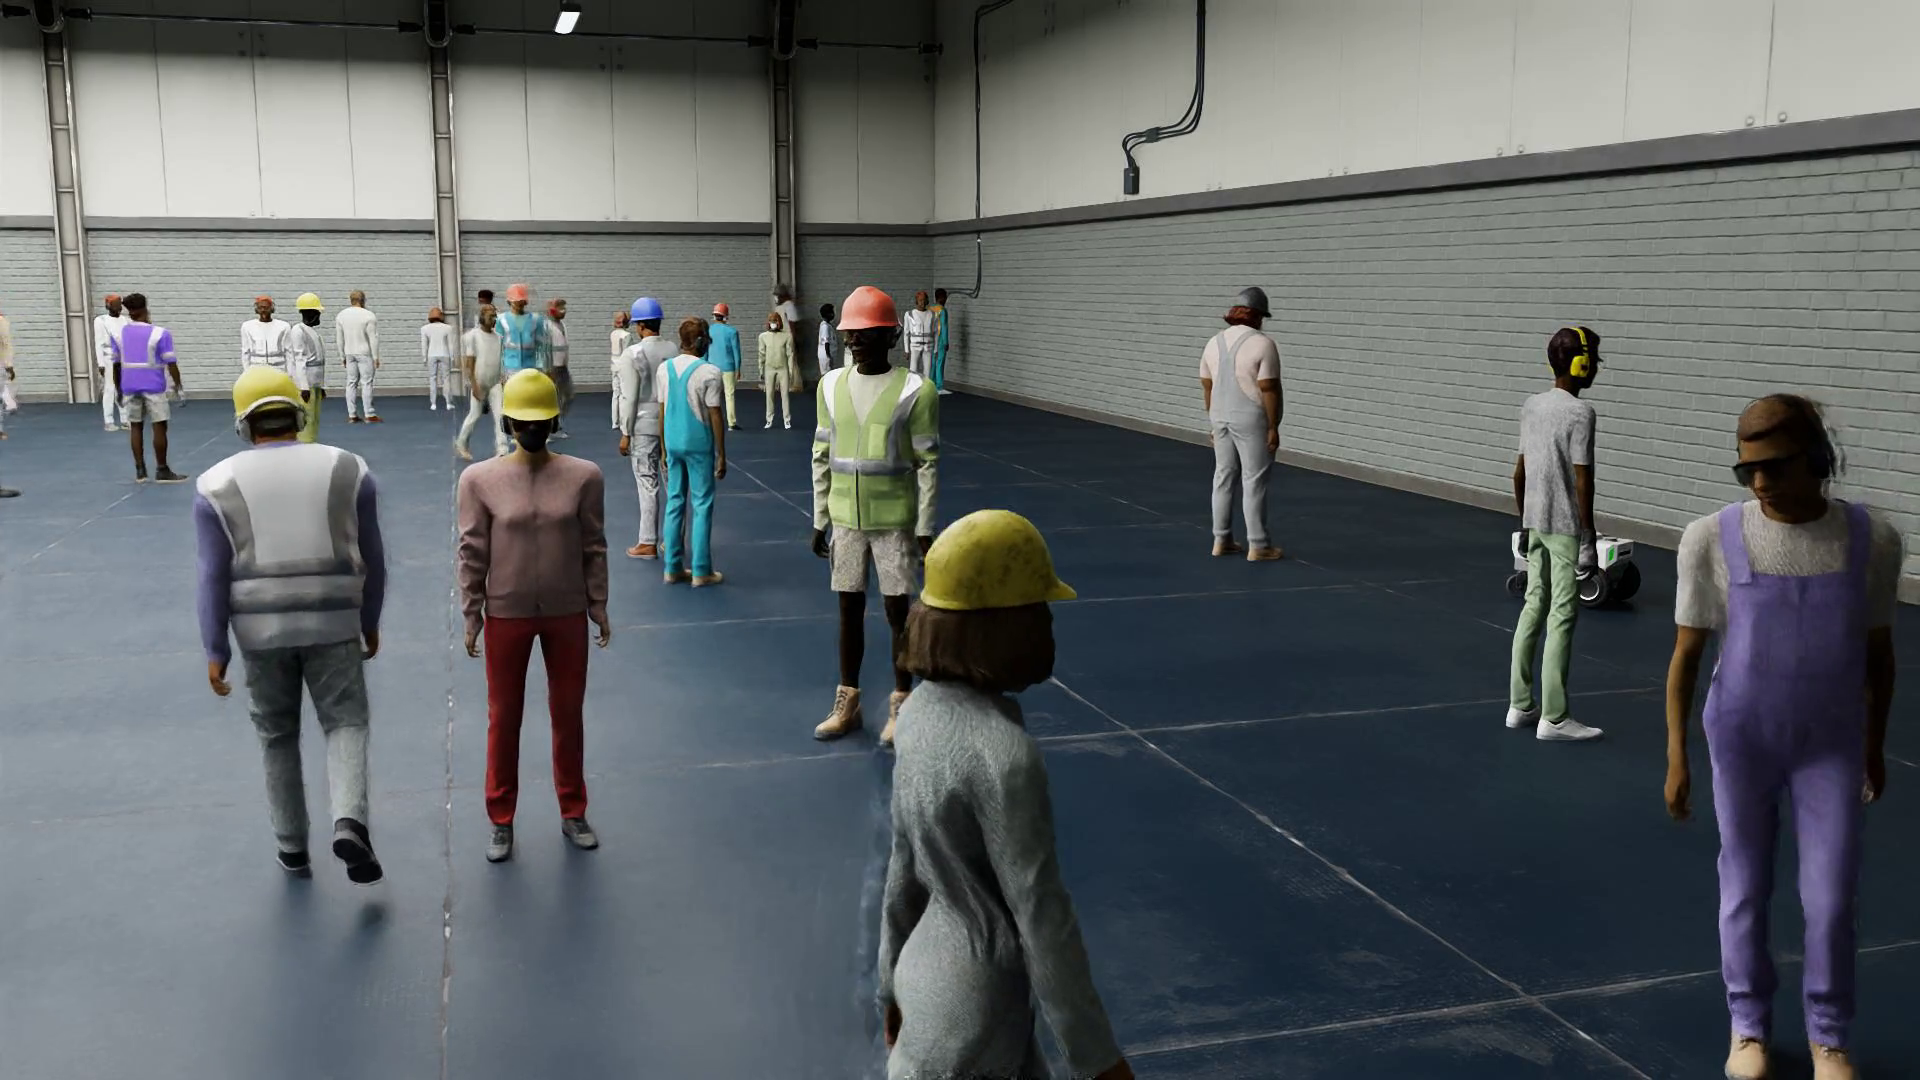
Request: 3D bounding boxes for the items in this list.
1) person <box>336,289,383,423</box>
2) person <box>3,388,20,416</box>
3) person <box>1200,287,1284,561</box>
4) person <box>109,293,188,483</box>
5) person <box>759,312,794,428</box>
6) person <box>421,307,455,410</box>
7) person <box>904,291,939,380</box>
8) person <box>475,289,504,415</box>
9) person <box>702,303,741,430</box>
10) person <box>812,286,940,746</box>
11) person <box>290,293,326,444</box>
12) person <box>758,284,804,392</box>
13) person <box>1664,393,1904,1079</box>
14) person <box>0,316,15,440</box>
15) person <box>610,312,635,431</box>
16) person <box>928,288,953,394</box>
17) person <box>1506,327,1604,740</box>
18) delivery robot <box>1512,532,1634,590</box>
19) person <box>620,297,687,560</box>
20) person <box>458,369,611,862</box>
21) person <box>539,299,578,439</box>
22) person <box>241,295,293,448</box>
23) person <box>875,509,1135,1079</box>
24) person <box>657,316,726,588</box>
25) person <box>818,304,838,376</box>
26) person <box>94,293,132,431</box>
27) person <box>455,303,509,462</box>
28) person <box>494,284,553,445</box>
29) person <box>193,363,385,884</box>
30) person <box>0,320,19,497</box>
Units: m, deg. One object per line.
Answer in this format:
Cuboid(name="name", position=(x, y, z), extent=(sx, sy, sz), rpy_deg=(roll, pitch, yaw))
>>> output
Cuboid(name="person", position=(-8.676, -2.647, 24.021), extent=(0.632, 1.936, 0.359), rpy_deg=(2, 9, 14))
Cuboid(name="person", position=(-14.737, -2.754, 25.150), extent=(0.947, 1.806, 0.587), rpy_deg=(-1, 9, -8))
Cuboid(name="person", position=(2.150, -0.876, 12.396), extent=(0.537, 2.000, 0.674), rpy_deg=(-7, 11, -38))
Cuboid(name="person", position=(-8.269, -1.540, 16.950), extent=(0.715, 1.944, 0.378), rpy_deg=(0, 9, -2))
Cuboid(name="person", position=(-2.554, -2.356, 23.170), extent=(0.499, 1.627, 0.279), rpy_deg=(0, 9, 1))
Cuboid(name="person", position=(-8.331, -2.896, 26.574), extent=(0.498, 1.633, 0.279), rpy_deg=(-2, 9, -11))
Cuboid(name="person", position=(-0.625, -3.098, 27.067), extent=(0.576, 1.884, 0.354), rpy_deg=(-2, 9, -13))
Cuboid(name="person", position=(-7.218, -2.903, 25.637), extent=(0.610, 1.945, 0.849), rpy_deg=(8, 12, 43))
Cuboid(name="person", position=(-3.273, -2.384, 22.923), extent=(0.560, 1.753, 0.328), rpy_deg=(2, 9, 11))
Cuboid(name="person", position=(-0.393, -0.098, 7.422), extent=(0.605, 2.045, 0.377), rpy_deg=(3, 10, 21))
Cuboid(name="person", position=(-7.021, -1.700, 18.013), extent=(0.367, 1.928, 0.584), rpy_deg=(-1, 9, -5))
Cuboid(name="person", position=(-3.284, -3.717, 30.521), extent=(1.024, 2.000, 0.704), rpy_deg=(-5, 10, -27))
Cuboid(name="person", position=(2.045, 0.528, 4.176), extent=(0.529, 1.804, 0.506), rpy_deg=(3, 9, 20))
Cuboid(name="person", position=(-12.659, -2.246, 21.451), extent=(0.788, 1.962, 0.475), rpy_deg=(-5, 10, -30))
Cuboid(name="person", position=(-4.644, -2.322, 22.925), extent=(0.311, 1.633, 0.517), rpy_deg=(-7, 11, -38))
Cuboid(name="person", position=(-0.396, -3.593, 30.135), extent=(0.391, 1.914, 0.587), rpy_deg=(-5, 10, -30))
Cuboid(name="person", position=(2.721, -0.028, 7.547), extent=(0.311, 1.865, 0.533), rpy_deg=(-3, 9, -16))
Cuboid(name="delivery robot", position=(3.952, 0.075, 10.755), extent=(0.477, 0.478, 0.707), rpy_deg=(-9, 13, -44))
Cuboid(name="person", position=(-2.273, -0.827, 12.377), extent=(0.387, 1.948, 0.601), rpy_deg=(8, 12, 41))
Cuboid(name="person", position=(-1.515, 0.270, 5.967), extent=(0.533, 1.765, 0.330), rpy_deg=(-4, 10, -23))
Cuboid(name="person", position=(-5.237, -2.215, 21.614), extent=(0.435, 1.827, 0.583), rpy_deg=(2, 9, 14))
Cuboid(name="person", position=(-8.416, -2.028, 20.246), extent=(0.576, 1.882, 0.362), rpy_deg=(-3, 10, -21))
Cuboid(name="person", position=(0.075, 0.795, 2.822), extent=(0.892, 1.696, 0.494), rpy_deg=(-2, 9, -12))
Cuboid(name="person", position=(-1.809, -0.591, 11.240), extent=(0.520, 1.835, 0.350), rpy_deg=(4, 10, 25))
Cuboid(name="person", position=(-2.085, -2.871, 26.220), extent=(0.318, 1.697, 0.535), rpy_deg=(-1, 9, -5))
Cuboid(name="person", position=(-11.616, -2.446, 22.910), extent=(0.337, 1.882, 0.584), rpy_deg=(4, 10, 24))
Cuboid(name="person", position=(-5.386, -1.758, 18.735), extent=(0.877, 1.820, 0.500), rpy_deg=(8, 12, 40))
Cuboid(name="person", position=(-5.461, -2.182, 20.862), extent=(0.748, 2.013, 0.529), rpy_deg=(-3, 10, -21))
Cuboid(name="person", position=(-2.251, 0.304, 5.649), extent=(0.611, 1.797, 0.688), rpy_deg=(-4, 10, -23))
Cuboid(name="person", position=(-9.435, -1.346, 15.888), extent=(0.571, 1.897, 0.778), rpy_deg=(-8, 12, -43))
